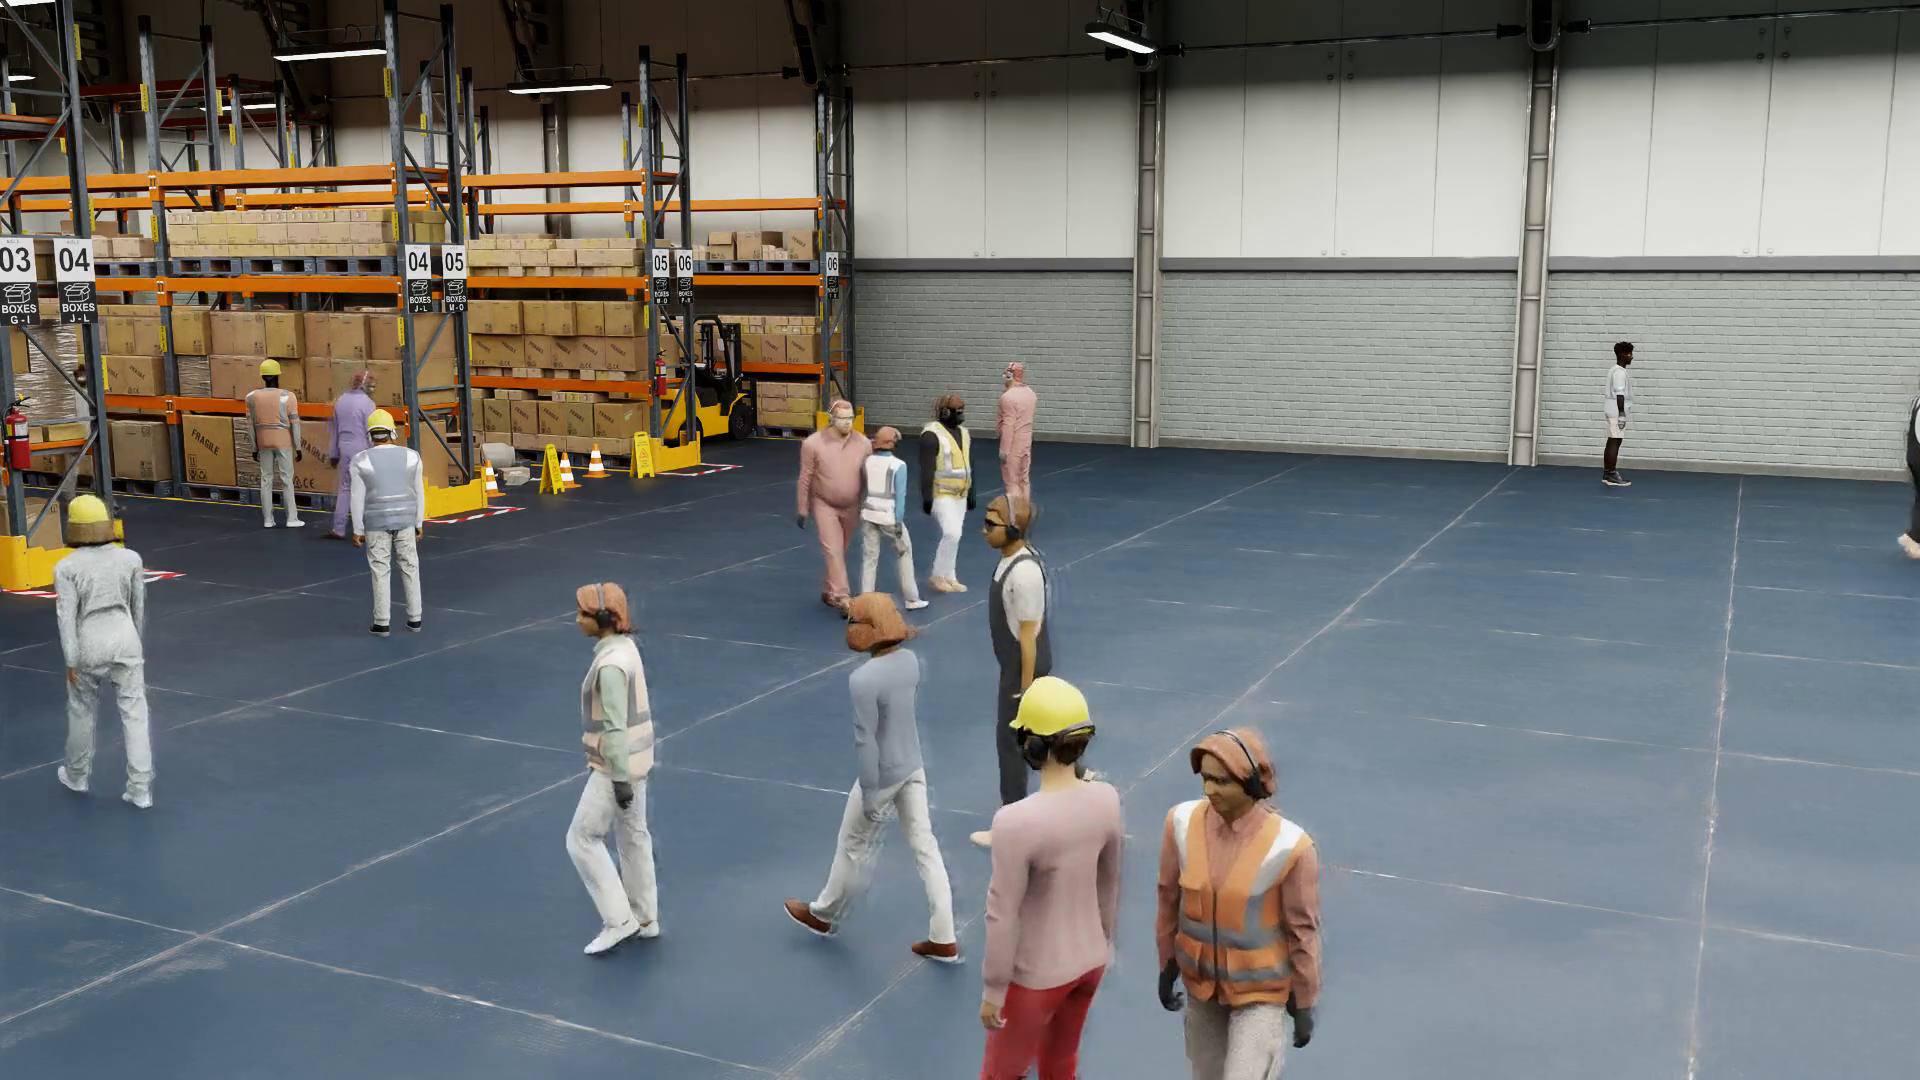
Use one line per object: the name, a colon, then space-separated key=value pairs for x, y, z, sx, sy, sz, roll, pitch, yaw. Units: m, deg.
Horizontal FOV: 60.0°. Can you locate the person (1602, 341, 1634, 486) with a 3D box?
person: x=9.016 y=-1.734 z=22.770 sx=0.368 sy=1.966 sz=0.603 roll=2 pitch=9 yaw=10

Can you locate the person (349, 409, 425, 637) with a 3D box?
person: x=-4.612 y=-0.136 z=13.404 sx=0.589 sy=1.827 sz=0.404 roll=-6 pitch=11 yaw=-34

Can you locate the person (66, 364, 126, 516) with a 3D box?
person: x=-10.349 y=-1.163 z=19.699 sx=0.972 sy=1.820 sz=0.505 roll=5 pitch=11 yaw=30

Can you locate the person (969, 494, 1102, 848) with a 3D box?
person: x=0.391 y=0.665 z=8.484 sx=0.629 sy=1.833 sz=0.518 roll=-1 pitch=9 yaw=-6

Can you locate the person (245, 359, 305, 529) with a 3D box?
person: x=-7.780 y=-1.085 z=18.902 sx=0.587 sy=1.930 sz=0.363 roll=-1 pitch=9 yaw=-3

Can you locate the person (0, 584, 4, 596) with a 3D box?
person: x=-8.706 y=-0.309 z=13.954 sx=0.618 sy=1.988 sz=1.063 roll=5 pitch=11 yaw=30

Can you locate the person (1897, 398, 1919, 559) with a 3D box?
person: x=9.832 y=-0.787 z=16.735 sx=0.536 sy=2.000 sz=0.706 roll=2 pitch=10 yaw=14

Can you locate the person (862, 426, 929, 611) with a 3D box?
person: x=-0.592 y=-0.169 z=14.257 sx=0.513 sy=1.611 sz=0.708 roll=7 pitch=12 yaw=37

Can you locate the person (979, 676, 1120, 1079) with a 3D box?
person: x=0.300 y=1.278 z=4.957 sx=0.545 sy=1.748 sz=0.501 roll=-9 pitch=13 yaw=-44

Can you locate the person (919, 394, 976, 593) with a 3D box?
person: x=-0.089 y=-0.408 z=15.075 sx=0.456 sy=1.823 sz=0.654 roll=6 pitch=11 yaw=34

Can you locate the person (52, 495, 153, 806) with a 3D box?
person: x=-4.782 y=0.601 z=9.253 sx=0.848 sy=1.708 sz=0.499 roll=9 pitch=13 yaw=43

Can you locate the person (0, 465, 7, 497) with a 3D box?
person: x=-10.374 y=-0.840 z=17.728 sx=0.553 sy=1.827 sz=0.631 roll=5 pitch=11 yaw=30

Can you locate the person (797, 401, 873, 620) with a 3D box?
person: x=-1.036 y=-0.277 z=14.224 sx=0.658 sy=1.842 sz=1.054 roll=-5 pitch=10 yaw=-26

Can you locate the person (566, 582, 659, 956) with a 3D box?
person: x=-1.515 y=0.982 z=7.187 sx=0.439 sy=1.623 sz=0.520 roll=-1 pitch=9 yaw=-3

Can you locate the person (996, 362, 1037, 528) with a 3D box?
person: x=0.639 y=-1.052 z=18.819 sx=0.489 sy=1.902 sz=0.687 roll=5 pitch=11 yaw=30

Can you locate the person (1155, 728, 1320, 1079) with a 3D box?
person: x=0.872 y=1.334 z=5.068 sx=0.526 sy=1.617 sz=0.700 roll=7 pitch=12 yaw=38

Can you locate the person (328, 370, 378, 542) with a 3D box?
person: x=-6.566 y=-0.908 z=18.050 sx=0.817 sy=1.870 sz=0.447 roll=6 pitch=11 yaw=34

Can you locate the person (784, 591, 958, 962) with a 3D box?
person: x=-0.362 y=1.002 z=7.153 sx=0.880 sy=1.581 sz=0.514 roll=6 pitch=11 yaw=33
